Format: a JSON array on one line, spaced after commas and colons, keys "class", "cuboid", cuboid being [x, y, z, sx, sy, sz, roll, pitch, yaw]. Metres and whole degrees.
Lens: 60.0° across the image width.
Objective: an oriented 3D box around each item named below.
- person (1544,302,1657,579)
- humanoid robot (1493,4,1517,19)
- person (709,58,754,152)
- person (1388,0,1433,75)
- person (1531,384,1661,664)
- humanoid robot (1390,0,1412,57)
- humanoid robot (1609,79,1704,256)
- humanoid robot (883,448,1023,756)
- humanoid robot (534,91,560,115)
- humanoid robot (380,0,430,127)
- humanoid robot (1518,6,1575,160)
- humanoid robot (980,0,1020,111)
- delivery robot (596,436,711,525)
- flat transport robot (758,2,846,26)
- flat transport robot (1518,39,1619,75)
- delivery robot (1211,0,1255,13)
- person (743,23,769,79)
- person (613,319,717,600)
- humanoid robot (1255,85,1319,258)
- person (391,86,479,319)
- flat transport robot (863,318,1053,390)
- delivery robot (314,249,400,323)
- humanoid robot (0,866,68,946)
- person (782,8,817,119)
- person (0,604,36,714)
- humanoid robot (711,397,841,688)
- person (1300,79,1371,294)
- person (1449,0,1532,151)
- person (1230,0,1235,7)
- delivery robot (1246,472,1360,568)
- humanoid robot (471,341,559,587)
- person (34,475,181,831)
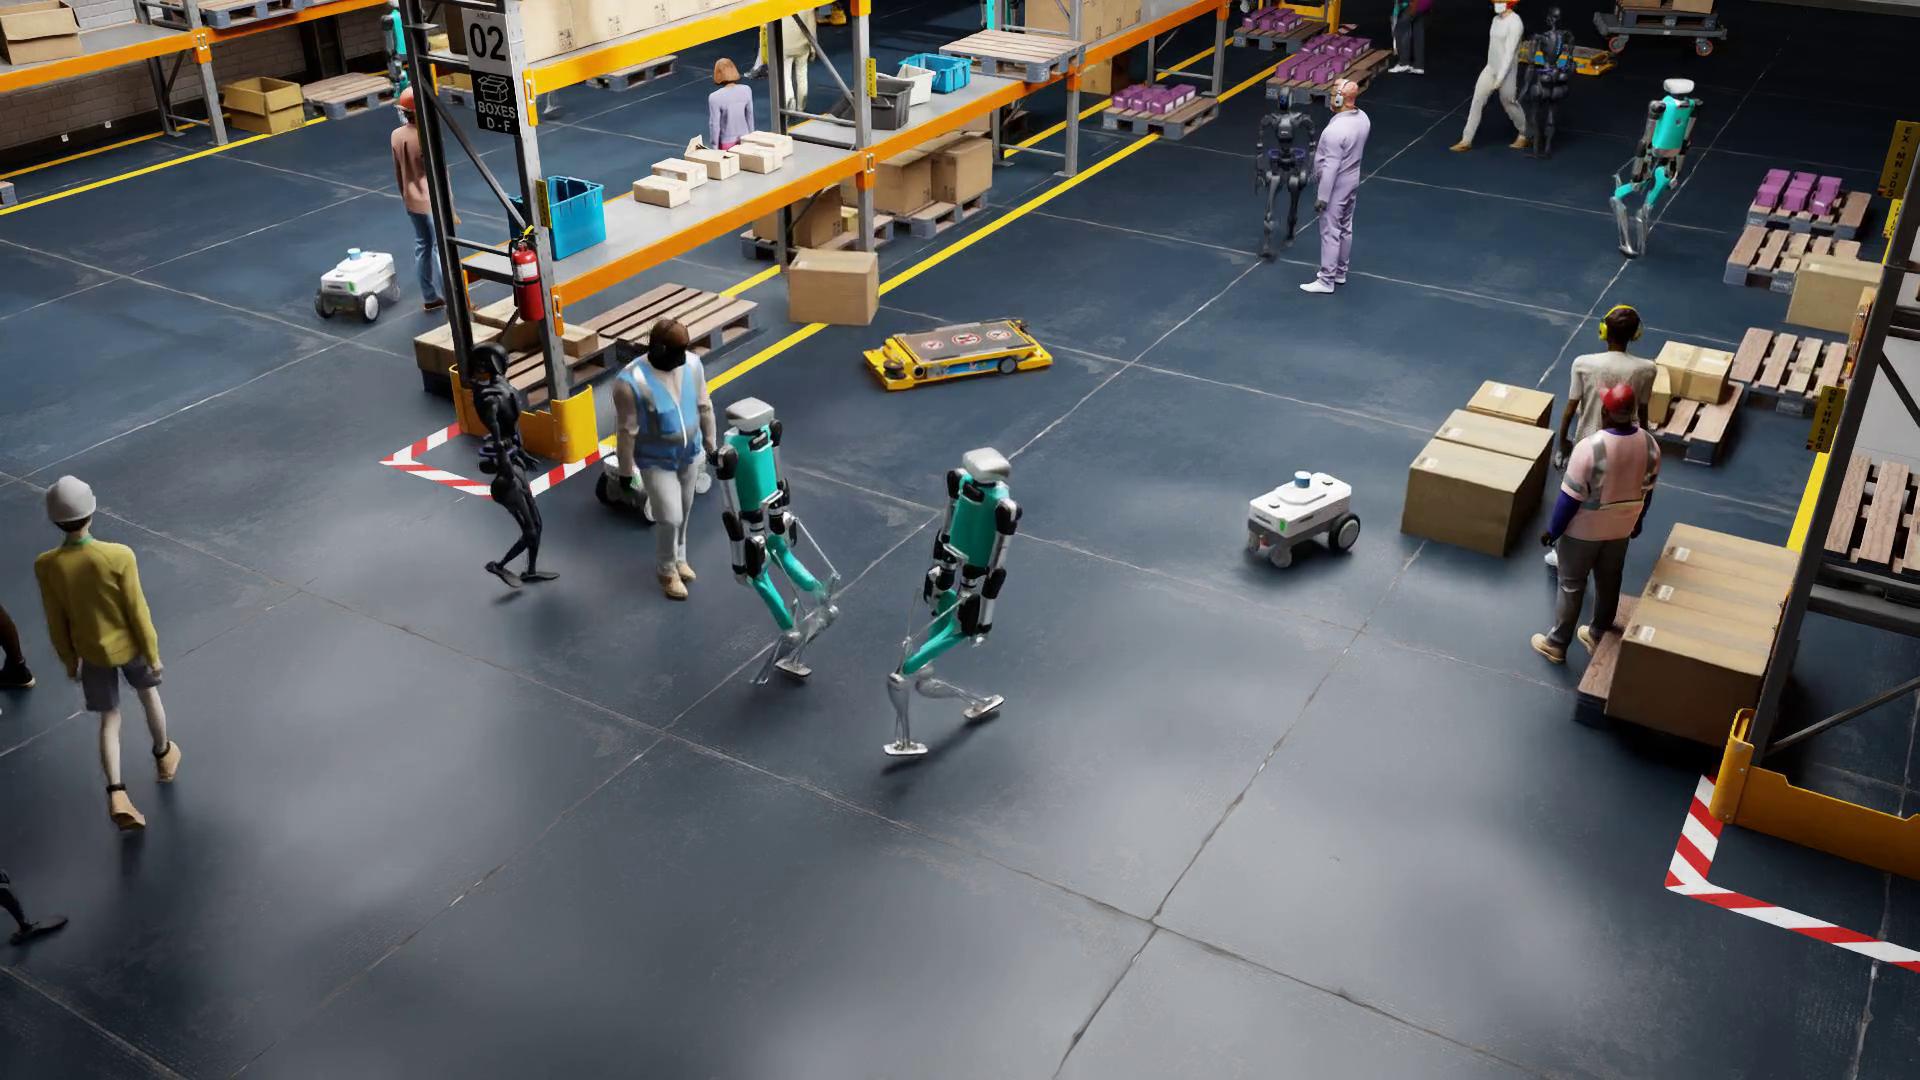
[{"class": "person", "cuboid": [3.996, -0.576, 10.359, 0.533, 1.851, 0.476, 10, 31, 16]}, {"class": "humanoid robot", "cuboid": [8.124, -8.441, 24.499, 0.589, 1.625, 0.814, 6, 30, 11]}, {"class": "person", "cuboid": [-2.272, -3.975, 16.595, 0.499, 1.628, 0.285, -22, 36, -33]}, {"class": "person", "cuboid": [5.920, -7.016, 21.765, 0.586, 1.823, 0.550, 18, 34, 29]}, {"class": "person", "cuboid": [3.657, -0.089, 9.589, 0.611, 1.755, 0.419, -6, 30, -11]}, {"class": "humanoid robot", "cuboid": [6.082, -7.334, 22.508, 0.543, 1.862, 0.752, -6, 30, -11]}, {"class": "humanoid robot", "cuboid": [6.435, -3.453, 15.660, 0.538, 1.875, 0.734, -7, 30, -13]}, {"class": "humanoid robot", "cuboid": [-0.170, 0.405, 8.778, 1.026, 1.721, 0.564, -20, 35, -31]}, {"class": "humanoid robot", "cuboid": [-5.042, -5.727, 19.645, 0.563, 1.757, 1.070, 22, 36, 34]}, {"class": "humanoid robot", "cuboid": [-6.336, -5.319, 18.879, 0.584, 1.795, 0.831, -26, 39, -38]}, {"class": "humanoid robot", "cuboid": [6.556, -5.090, 18.533, 0.600, 1.631, 0.415, -7, 30, -13]}, {"class": "humanoid robot", "cuboid": [0.594, -5.866, 19.691, 0.533, 1.677, 0.735, 20, 35, 31]}, {"class": "delivery robot", "cuboid": [-2.108, -0.495, 11.518, 0.499, 0.586, 0.783, 23, 36, 34]}, {"class": "flat transport robot", "cuboid": [-2.443, -7.832, 24.797, 1.431, 0.231, 0.659, -5, 30, -8]}, {"class": "flat transport robot", "cuboid": [8.093, -6.539, 22.509, 1.431, 0.231, 0.659, 23, 37, 35]}, {"class": "delivery robot", "cuboid": [4.141, -8.423, 25.545, 0.775, 0.589, 0.499, 12, 32, 21]}, {"class": "person", "cuboid": [-2.607, -6.993, 21.638, 0.838, 1.920, 0.506, -21, 36, -33]}, {"class": "person", "cuboid": [-1.776, -0.499, 10.258, 0.689, 1.809, 0.580, -26, 38, -37]}, {"class": "humanoid robot", "cuboid": [3.109, -3.492, 15.746, 0.622, 1.629, 0.760, 8, 30, 14]}, {"class": "person", "cuboid": [-4.564, -2.898, 14.317, 0.611, 1.995, 0.385, 20, 35, 31]}, {"class": "flat transport robot", "cuboid": [-0.021, -1.531, 13.650, 1.431, 0.231, 0.659, -11, 31, -18]}, {"class": "delivery robot", "cuboid": [-5.300, -2.251, 14.652, 0.499, 0.613, 0.816, 8, 30, 13]}, {"class": "humanoid robot", "cuboid": [-4.510, 1.266, 7.316, 0.730, 1.639, 0.588, -20, 35, -31]}, {"class": "person", "cuboid": [-1.985, -5.911, 19.908, 0.569, 1.729, 0.627, -5, 30, -8]}, {"class": "person", "cuboid": [-5.573, 0.071, 9.110, 0.379, 1.957, 0.598, 5, 30, 8]}, {"class": "humanoid robot", "cuboid": [-0.949, 0.102, 9.289, 0.703, 1.806, 0.545, 15, 33, 25]}, {"class": "person", "cuboid": [3.341, -3.149, 14.849, 0.404, 1.910, 0.641, 21, 36, 32]}, {"class": "person", "cuboid": [6.134, -5.299, 18.724, 0.963, 1.854, 0.549, -11, 31, -18]}, {"class": "person", "cuboid": [3.875, -9.046, 25.480, 0.876, 1.704, 0.560, 7, 30, 12]}, {"class": "delivery robot", "cuboid": [2.234, -0.177, 10.955, 0.747, 0.586, 0.521, -21, 36, -33]}, {"class": "humanoid robot", "cuboid": [-2.814, -0.459, 10.344, 0.449, 1.641, 0.601, -3, 30, -5]}, {"class": "person", "cuboid": [-4.272, 0.569, 8.323, 0.484, 1.865, 0.829, -8, 30, -13]}]
